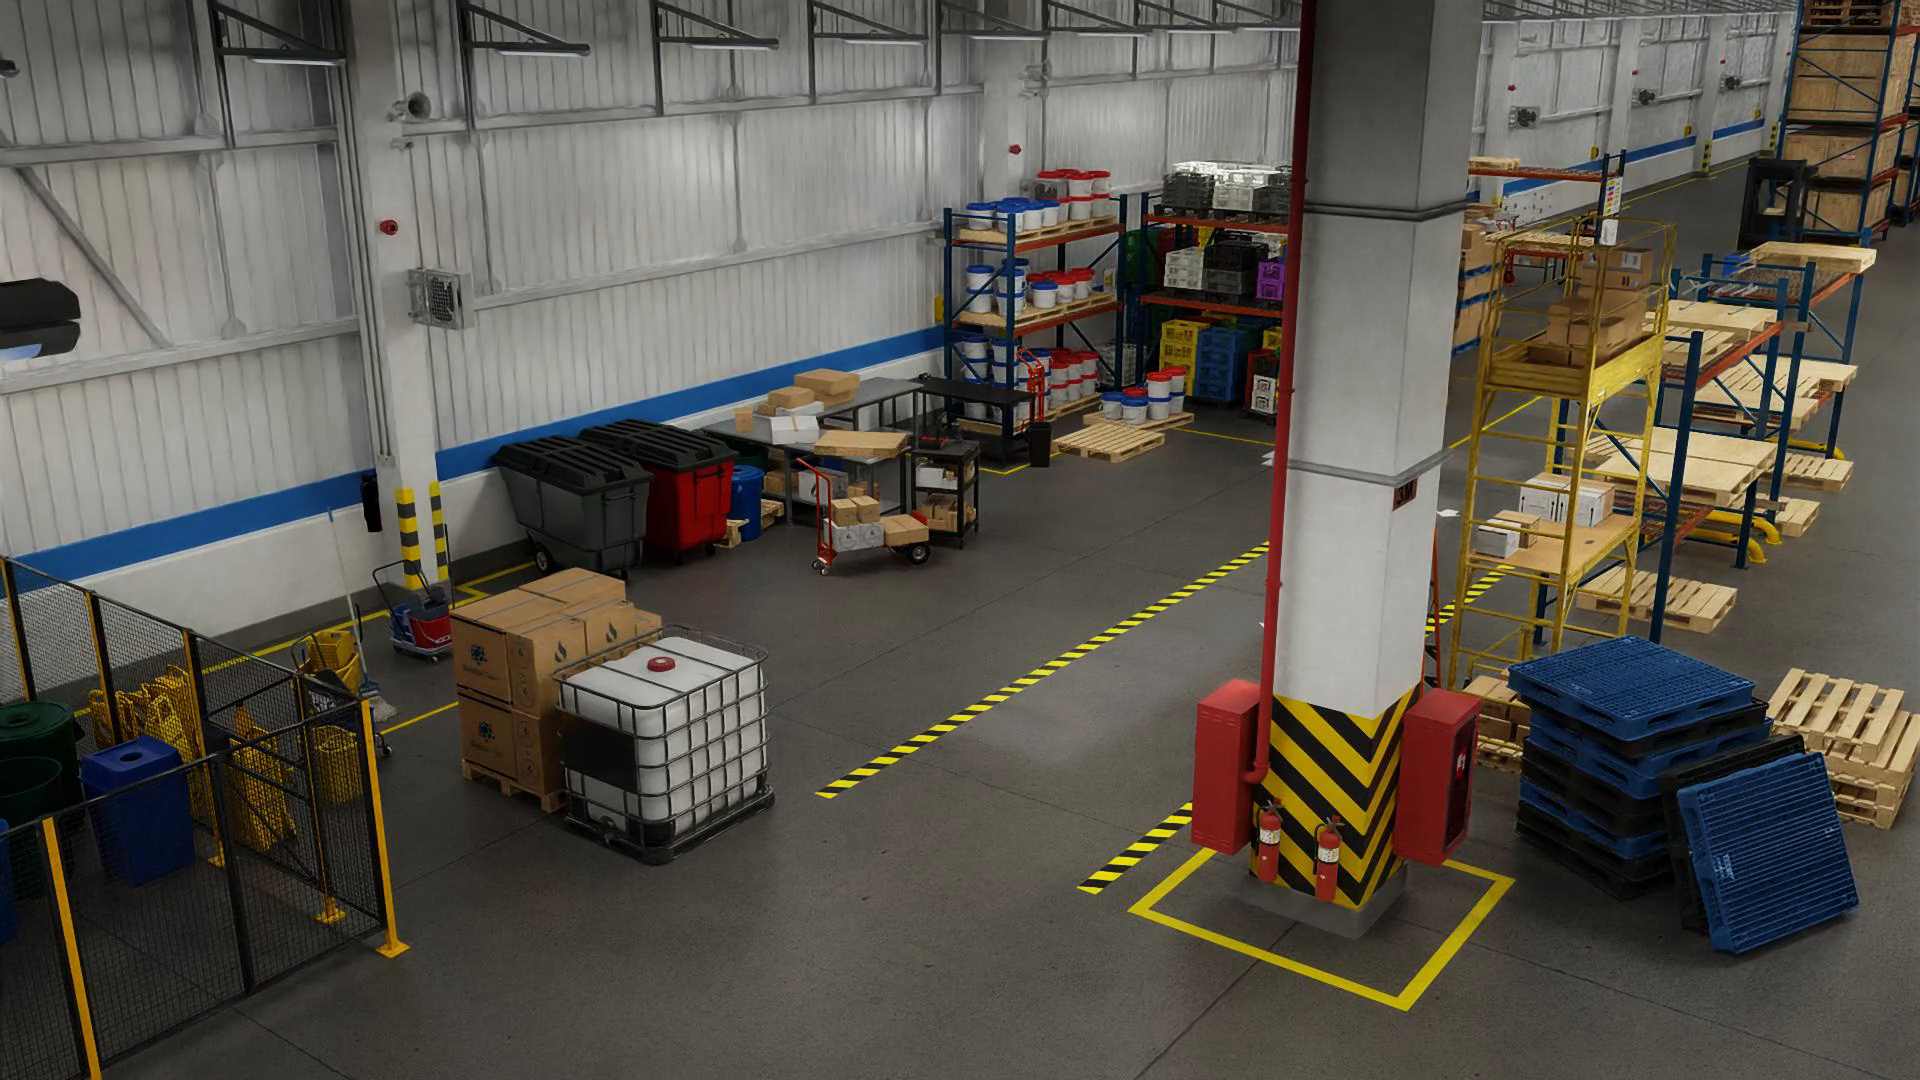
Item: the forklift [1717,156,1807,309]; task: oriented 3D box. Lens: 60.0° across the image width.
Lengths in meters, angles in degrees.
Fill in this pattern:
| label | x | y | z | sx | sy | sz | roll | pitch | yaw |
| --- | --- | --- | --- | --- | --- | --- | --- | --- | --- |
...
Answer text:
| label | x | y | z | sx | sy | sz | roll | pitch | yaw |
| --- | --- | --- | --- | --- | --- | --- | --- | --- | --- |
| forklift | 15.179 | -5.771 | 31.283 | 1.129 | 2.768 | 1.873 | 13 | 22 | 34 |
